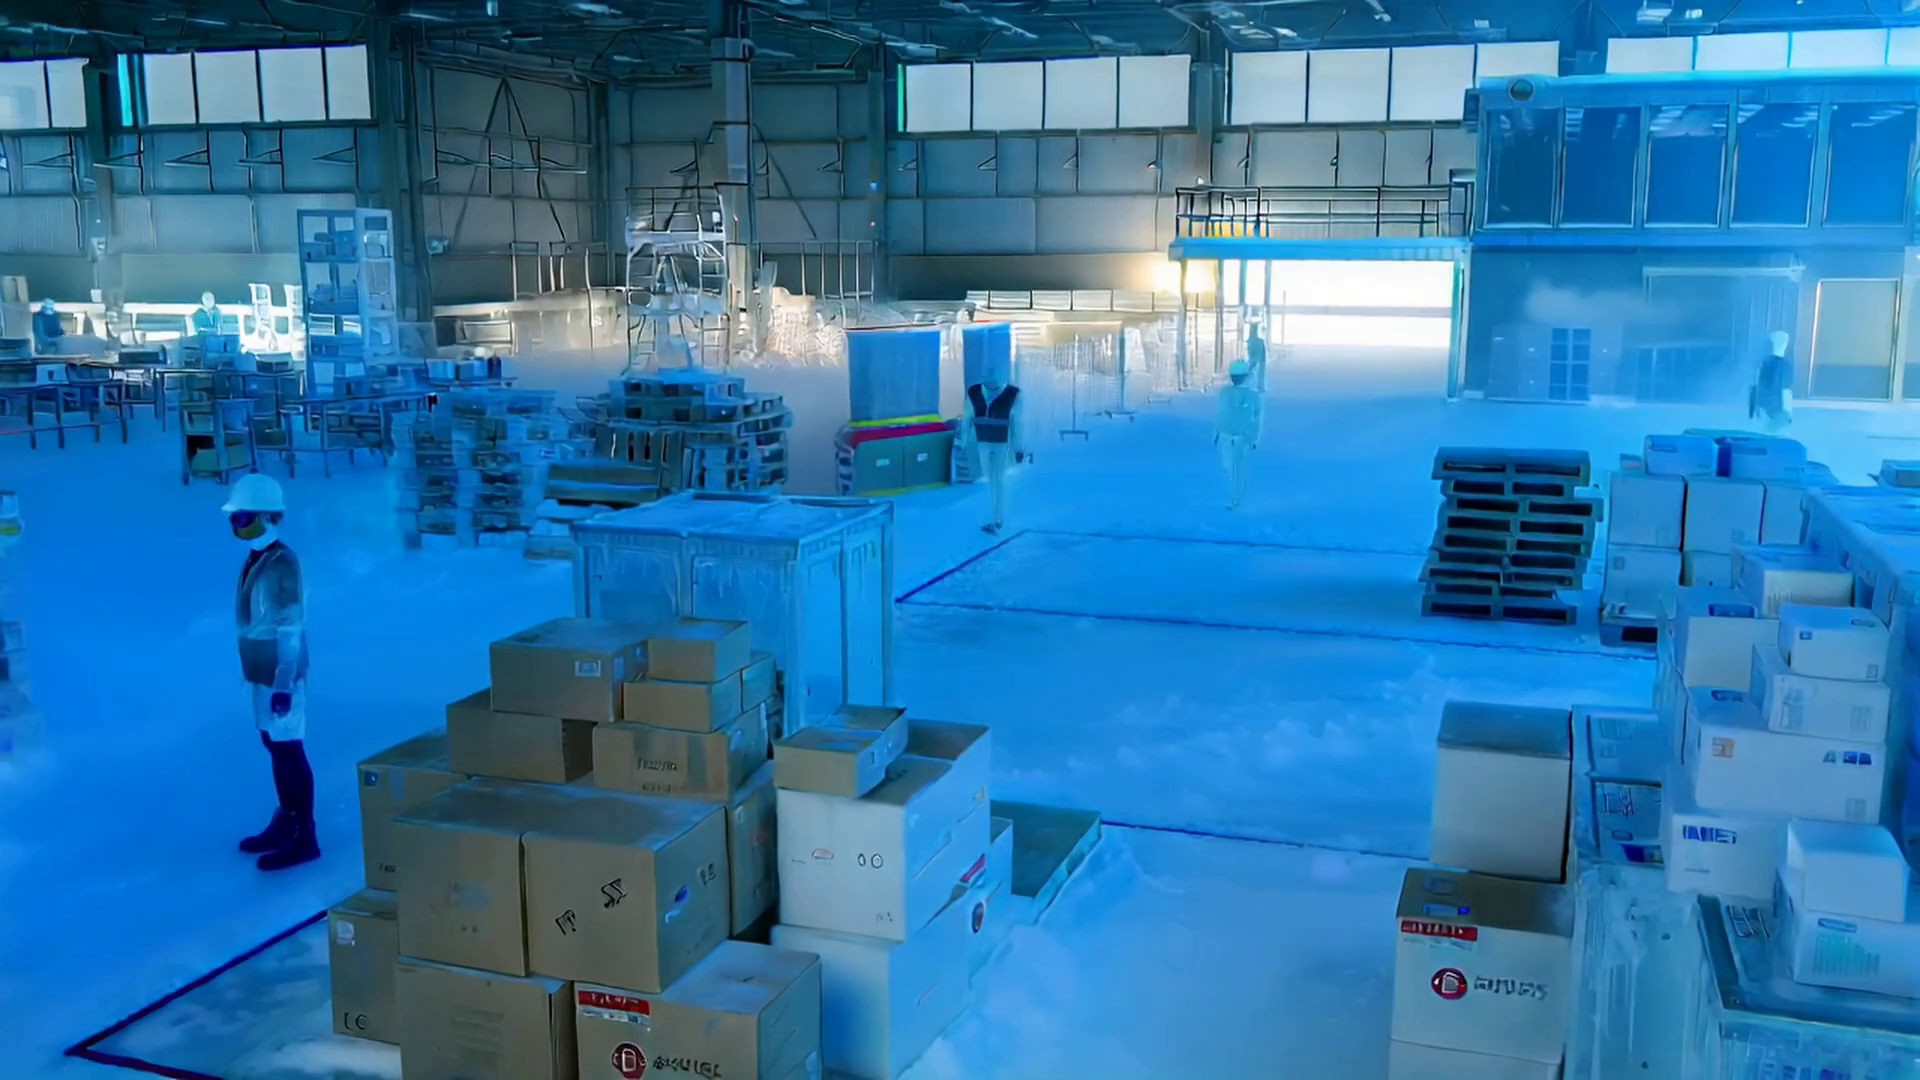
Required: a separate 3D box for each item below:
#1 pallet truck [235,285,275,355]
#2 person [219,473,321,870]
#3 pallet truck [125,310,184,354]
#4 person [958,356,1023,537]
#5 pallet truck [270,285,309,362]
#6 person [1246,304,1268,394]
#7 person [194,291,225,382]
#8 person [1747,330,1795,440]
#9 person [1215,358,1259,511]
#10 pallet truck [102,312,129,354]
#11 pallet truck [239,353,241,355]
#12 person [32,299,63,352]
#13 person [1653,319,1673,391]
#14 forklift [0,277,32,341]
[{"bbox_3d":[-18.327,-5.835,44.421,0.823,1.965,1.885,4,11,23],"label":"pallet truck"},{"bbox_3d":[-3.379,0.635,8.142,0.351,1.942,0.547,-7,13,-36],"label":"person"},{"bbox_3d":[-22.038,-5.665,45.457,0.704,1.261,1.522,3,11,17],"label":"pallet truck"},{"bbox_3d":[0.302,-0.971,17.370,0.603,1.872,0.964,5,11,25],"label":"person"},{"bbox_3d":[-17.147,-5.700,43.663,0.823,1.965,1.885,3,11,17],"label":"pallet truck"},{"bbox_3d":[6.055,-3.887,33.883,0.506,1.846,0.345,8,13,38],"label":"person"},{"bbox_3d":[-16.556,-4.490,36.788,0.643,2.017,0.684,-8,13,-38],"label":"person"},{"bbox_3d":[10.417,-1.722,21.387,0.568,1.949,0.620,-4,11,-21],"label":"person"},{"bbox_3d":[3.220,-1.232,19.165,0.537,1.753,0.530,8,13,38],"label":"person"},{"bbox_3d":[-23.057,-5.777,46.261,0.680,1.201,1.601,3,11,19],"label":"pallet truck"},{"bbox_3d":[-19.537,-5.575,44.913,0.653,1.274,1.630,3,11,19],"label":"pallet truck"},{"bbox_3d":[-19.730,-4.280,36.079,1.006,1.850,0.665,7,12,36],"label":"person"},{"bbox_3d":[14.329,-3.901,33.797,0.645,1.900,0.394,0,10,-2],"label":"person"},{"bbox_3d":[-27.151,-6.329,46.328,1.157,1.987,2.680,3,11,17],"label":"forklift"}]
